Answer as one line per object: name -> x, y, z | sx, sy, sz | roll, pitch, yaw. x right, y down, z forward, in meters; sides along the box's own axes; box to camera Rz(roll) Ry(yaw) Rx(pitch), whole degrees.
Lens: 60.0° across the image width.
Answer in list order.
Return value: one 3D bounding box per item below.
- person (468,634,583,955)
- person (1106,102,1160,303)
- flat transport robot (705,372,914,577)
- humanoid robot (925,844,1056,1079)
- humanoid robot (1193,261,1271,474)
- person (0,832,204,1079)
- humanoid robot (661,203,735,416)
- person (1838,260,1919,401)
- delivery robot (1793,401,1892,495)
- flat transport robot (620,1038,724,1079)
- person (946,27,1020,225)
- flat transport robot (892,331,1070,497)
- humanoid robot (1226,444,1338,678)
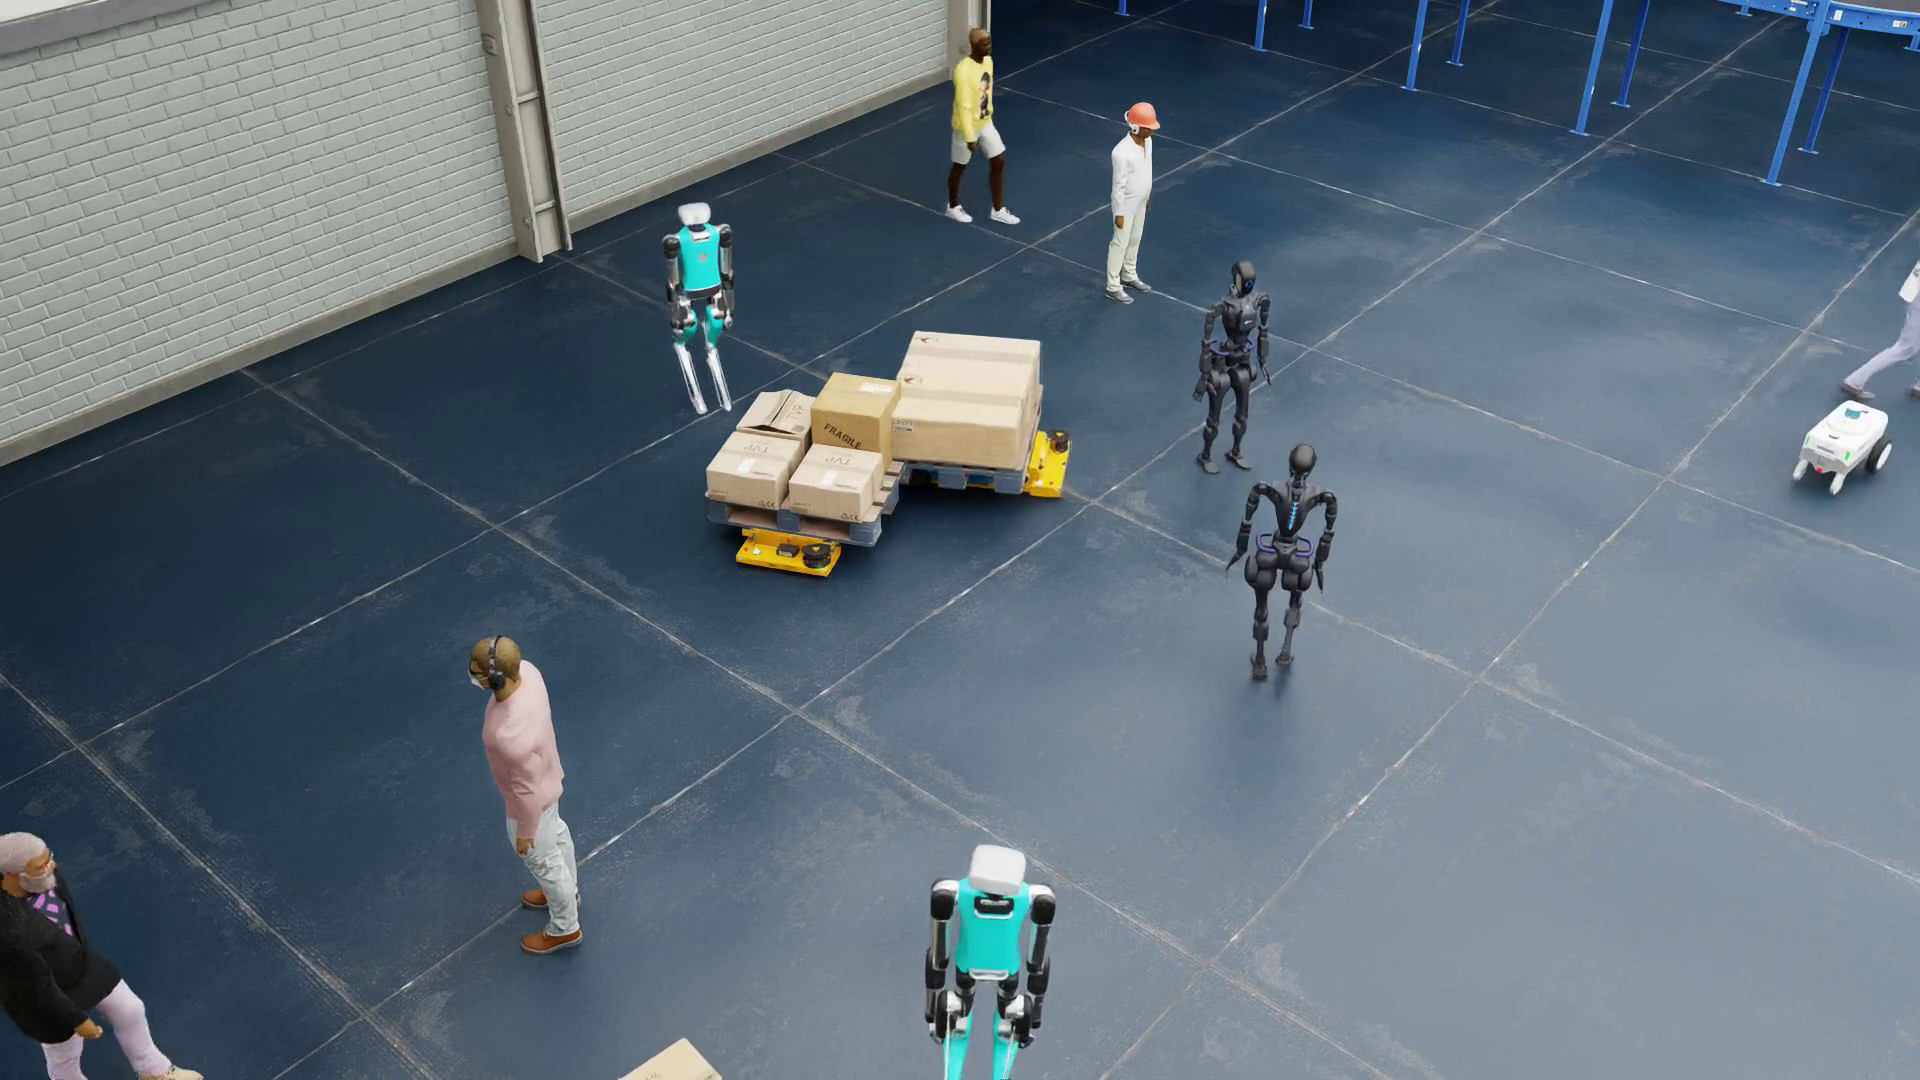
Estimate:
person -> -2.129, 1.247, 8.199 | 0.357, 1.937, 0.636 | -5, 36, -7
person -> 1.483, -2.877, 14.156 | 0.347, 1.743, 0.562 | 21, 41, 27
flat transport robot -> -1.020, -0.256, 11.747 | 0.659, 0.231, 1.431 | 9, 36, 12
humanoid robot -> 0.109, 2.187, 7.041 | 0.560, 1.773, 0.858 | 1, 35, 2
humanoid robot -> 1.949, -1.237, 11.905 | 0.612, 1.653, 0.310 | -16, 38, -21
person -> -3.866, 1.953, 7.311 | 0.702, 1.829, 0.541 | 2, 35, 2
humanoid robot -> -2.004, -1.763, 12.597 | 0.547, 1.788, 0.663 | -17, 39, -22
person -> 7.338, -1.819, 12.624 | 0.758, 1.792, 0.572 | 21, 41, 27
delivery robot -> 6.446, -0.720, 12.143 | 0.767, 0.583, 0.499 | -29, 45, -34
flat transport robot -> -1.216, 3.075, 7.069 | 1.431, 0.231, 0.659 | 21, 41, 27
person -> 0.196, -3.766, 15.294 | 0.851, 1.871, 0.547 | 27, 44, 33
flat transport robot -> 0.065, -0.620, 12.258 | 1.431, 0.231, 0.659 | 5, 36, 8
humanoid robot -> 1.914, 0.118, 10.012 | 0.601, 1.652, 0.354 | 4, 36, 6
